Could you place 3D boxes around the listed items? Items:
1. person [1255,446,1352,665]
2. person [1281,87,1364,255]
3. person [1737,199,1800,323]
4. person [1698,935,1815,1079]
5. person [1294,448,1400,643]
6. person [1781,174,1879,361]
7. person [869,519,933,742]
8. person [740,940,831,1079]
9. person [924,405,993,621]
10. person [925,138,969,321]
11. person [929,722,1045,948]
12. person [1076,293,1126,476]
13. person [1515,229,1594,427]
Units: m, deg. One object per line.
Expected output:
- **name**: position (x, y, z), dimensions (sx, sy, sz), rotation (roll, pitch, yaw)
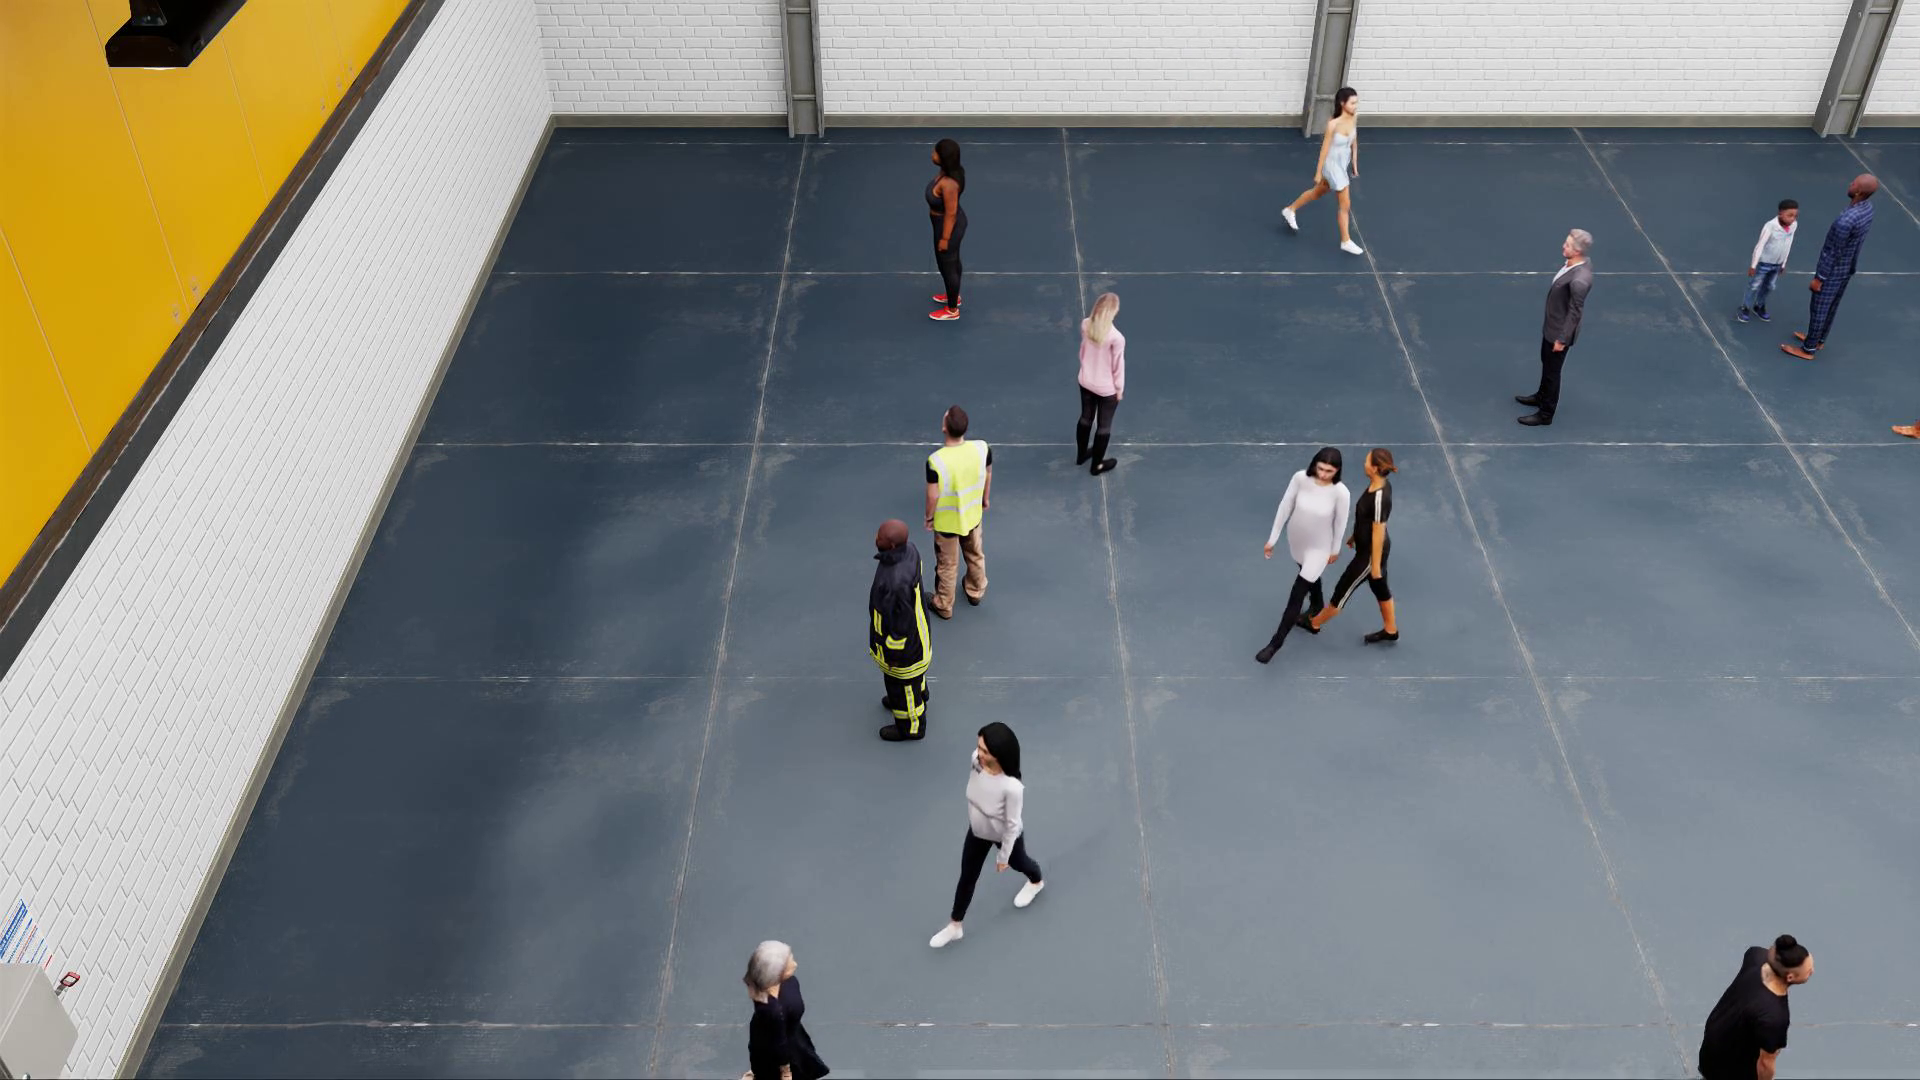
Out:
- **person**: position (2.591, 0.015, 12.048), dimensions (1.205, 1.747, 1.151), rotation (-32, 48, -33)
- **person**: position (3.704, -3.783, 16.859), dimensions (1.222, 1.678, 1.149), rotation (31, 48, 33)
- **person**: position (7.698, -2.680, 15.814), dimensions (0.455, 1.257, 0.571), rotation (-4, 39, -5)
- **person**: position (3.981, 2.632, 8.691), dimensions (0.966, 1.847, 0.838), rotation (10, 40, 12)
- **person**: position (3.061, 0.095, 12.048), dimensions (1.124, 1.621, 0.810), rotation (7, 39, 9)
- **person**: position (7.984, -2.496, 15.134), dimensions (0.758, 1.818, 0.823), rotation (-30, 47, -32)
- **person**: position (-0.386, 0.578, 11.284), dimensions (0.673, 1.820, 0.741), rotation (3, 39, 3)
- **person**: position (-1.031, 2.683, 8.726), dimensions (1.031, 1.723, 0.797), rotation (-14, 41, -17)
- **person**: position (-0.028, -0.207, 12.245), dimensions (0.818, 1.847, 0.897), rotation (-19, 42, -22)
- **person**: position (-0.103, -2.948, 15.703), dimensions (0.651, 1.815, 0.696), rotation (5, 39, 6)
- **person**: position (0.294, 1.717, 9.991), dimensions (1.169, 1.653, 1.079), rotation (-29, 47, -31)
- **person**: position (1.141, -1.291, 13.733), dimensions (0.747, 1.685, 0.691), rotation (-31, 48, -33)
- **person**: position (5.154, -1.842, 14.300), dimensions (0.666, 1.837, 0.777), rotation (7, 39, 9)
